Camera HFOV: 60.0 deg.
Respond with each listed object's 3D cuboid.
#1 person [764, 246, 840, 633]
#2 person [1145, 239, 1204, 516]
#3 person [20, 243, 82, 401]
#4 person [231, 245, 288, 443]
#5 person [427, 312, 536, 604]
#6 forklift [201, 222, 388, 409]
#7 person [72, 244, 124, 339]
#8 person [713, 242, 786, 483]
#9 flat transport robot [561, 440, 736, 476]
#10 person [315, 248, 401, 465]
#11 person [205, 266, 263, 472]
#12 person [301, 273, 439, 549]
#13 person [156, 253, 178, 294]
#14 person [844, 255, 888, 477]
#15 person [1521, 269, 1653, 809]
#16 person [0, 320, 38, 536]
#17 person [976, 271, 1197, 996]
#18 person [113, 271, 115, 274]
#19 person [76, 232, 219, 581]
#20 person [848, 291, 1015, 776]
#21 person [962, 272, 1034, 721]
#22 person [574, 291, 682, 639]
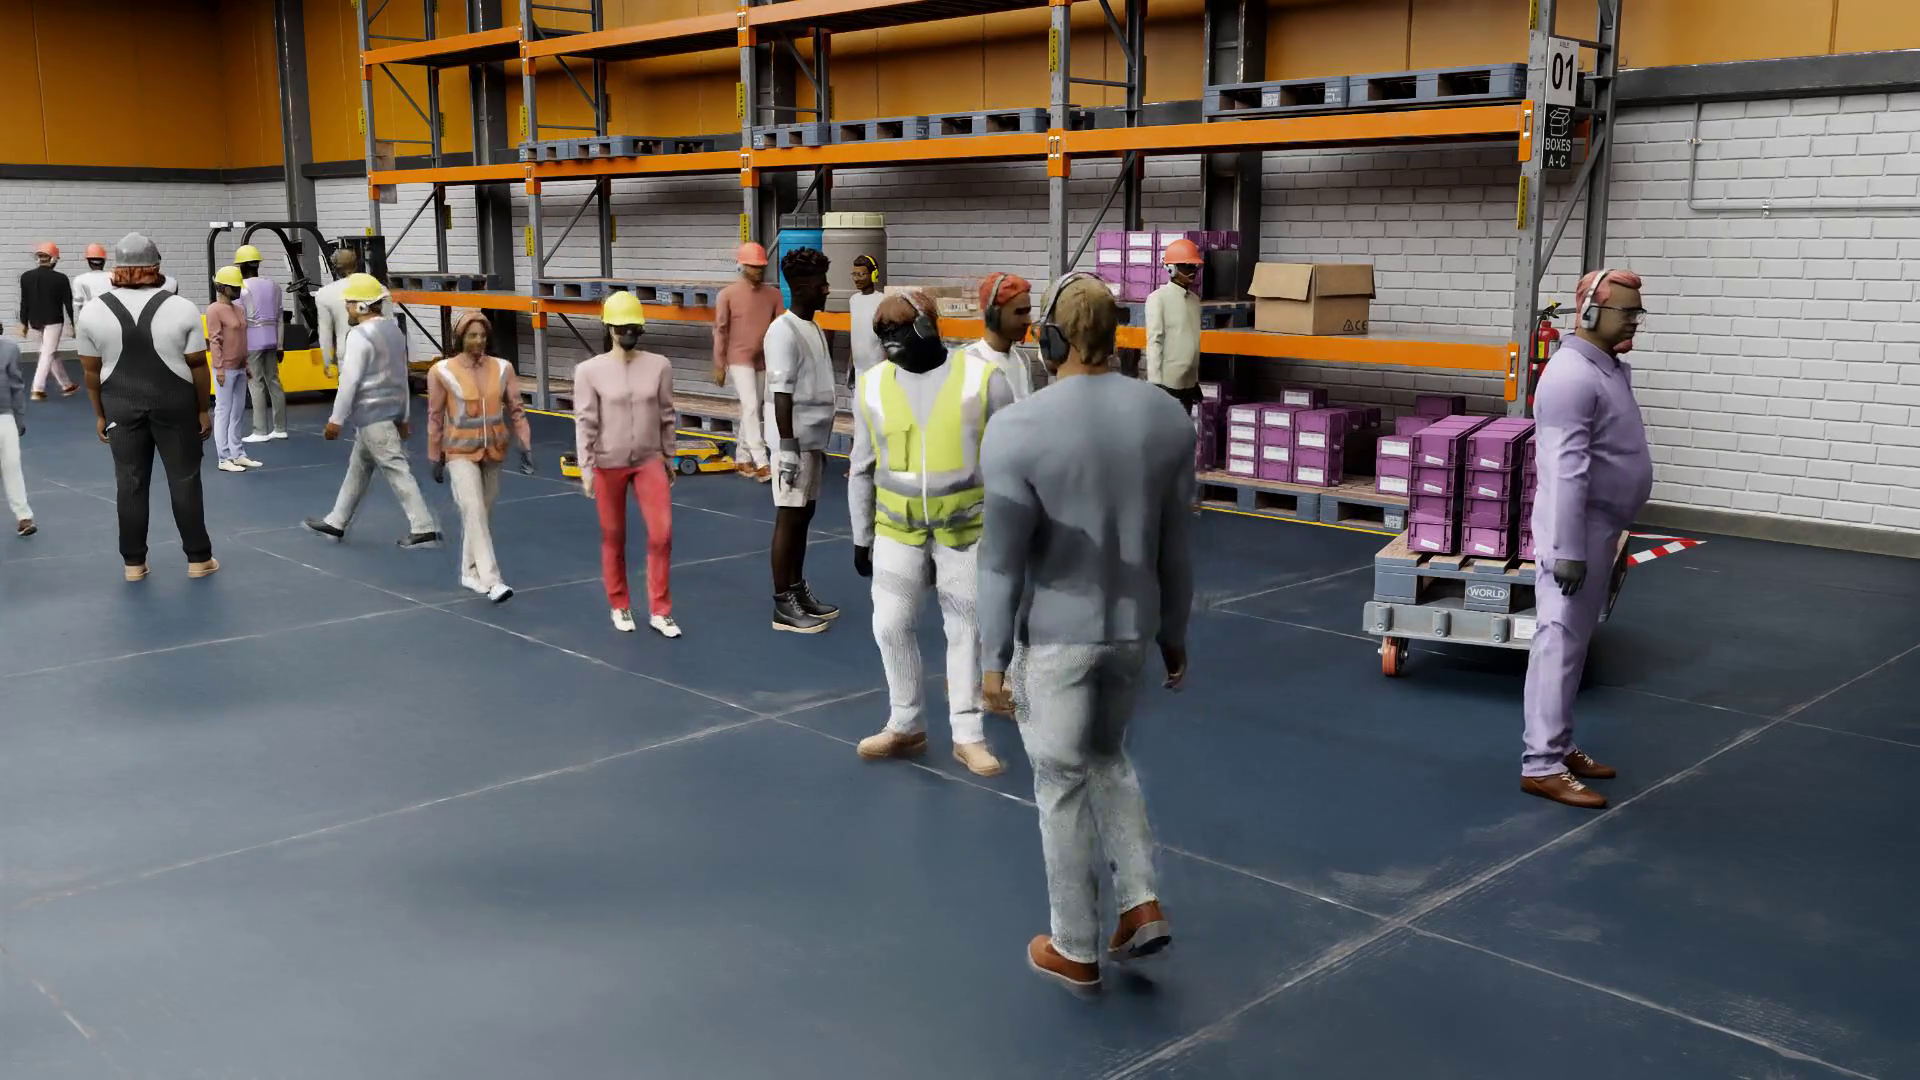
[{"bbox_3d":[-0.816,-0.519,8.574,0.367,1.964,0.609,2,11,11],"label":"person"},{"bbox_3d":[1.540,-1.136,11.861,0.382,1.996,0.608,8,13,39],"label":"person"},{"bbox_3d":[-11.244,-2.694,20.552,0.623,1.924,1.075,1,10,6],"label":"person"},{"bbox_3d":[-6.895,-1.916,16.306,0.386,1.922,0.594,5,11,25],"label":"person"},{"bbox_3d":[-2.607,-0.441,9.146,0.524,1.592,0.864,-9,14,-42],"label":"person"},{"bbox_3d":[-8.169,-2.758,20.163,2.313,2.155,1.214,-10,14,-44],"label":"forklift"},{"bbox_3d":[-10.208,-2.536,19.735,0.566,1.902,0.889,-8,13,-36],"label":"person"},{"bbox_3d":[-1.640,-1.453,13.680,0.633,1.946,0.974,-9,13,-39],"label":"person"},{"bbox_3d":[-2.679,-0.712,14.256,1.431,0.197,0.652,-3,11,-14],"label":"flat transport robot"},{"bbox_3d":[-5.293,-1.601,14.646,0.672,1.911,0.394,-6,12,-29],"label":"person"},{"bbox_3d":[-6.276,-1.475,14.356,0.320,1.762,0.522,1,10,4],"label":"person"},{"bbox_3d":[-3.834,-0.821,10.730,0.965,1.777,0.597,0,10,2],"label":"person"},{"bbox_3d":[-9.411,-2.438,19.390,0.607,1.863,1.014,-7,12,-32],"label":"person"},{"bbox_3d":[-0.767,-1.424,13.813,0.333,1.860,0.509,-10,14,-42],"label":"person"},{"bbox_3d":[2.265,-0.013,5.991,0.400,1.905,0.645,6,12,28],"label":"person"},{"bbox_3d":[-6.495,-0.801,11.140,0.491,1.583,0.829,-9,14,-40],"label":"person"},{"bbox_3d":[0.312,0.257,4.437,0.645,1.927,0.423,-5,12,-27],"label":"person"},{"bbox_3d":[-10.386,-2.560,20.655,0.507,1.616,0.607,-2,11,-12],"label":"person"},{"bbox_3d":[-4.758,-0.781,9.804,0.683,2.000,0.538,-3,11,-15],"label":"person"},{"bbox_3d":[-0.094,-0.018,6.284,0.686,1.817,0.430,2,11,9],"label":"person"},{"bbox_3d":[0.230,-0.173,6.965,0.677,1.865,0.587,5,11,24],"label":"person"},{"bbox_3d":[-1.639,-0.362,8.321,0.544,1.737,0.723,-5,12,-27],"label":"person"}]
